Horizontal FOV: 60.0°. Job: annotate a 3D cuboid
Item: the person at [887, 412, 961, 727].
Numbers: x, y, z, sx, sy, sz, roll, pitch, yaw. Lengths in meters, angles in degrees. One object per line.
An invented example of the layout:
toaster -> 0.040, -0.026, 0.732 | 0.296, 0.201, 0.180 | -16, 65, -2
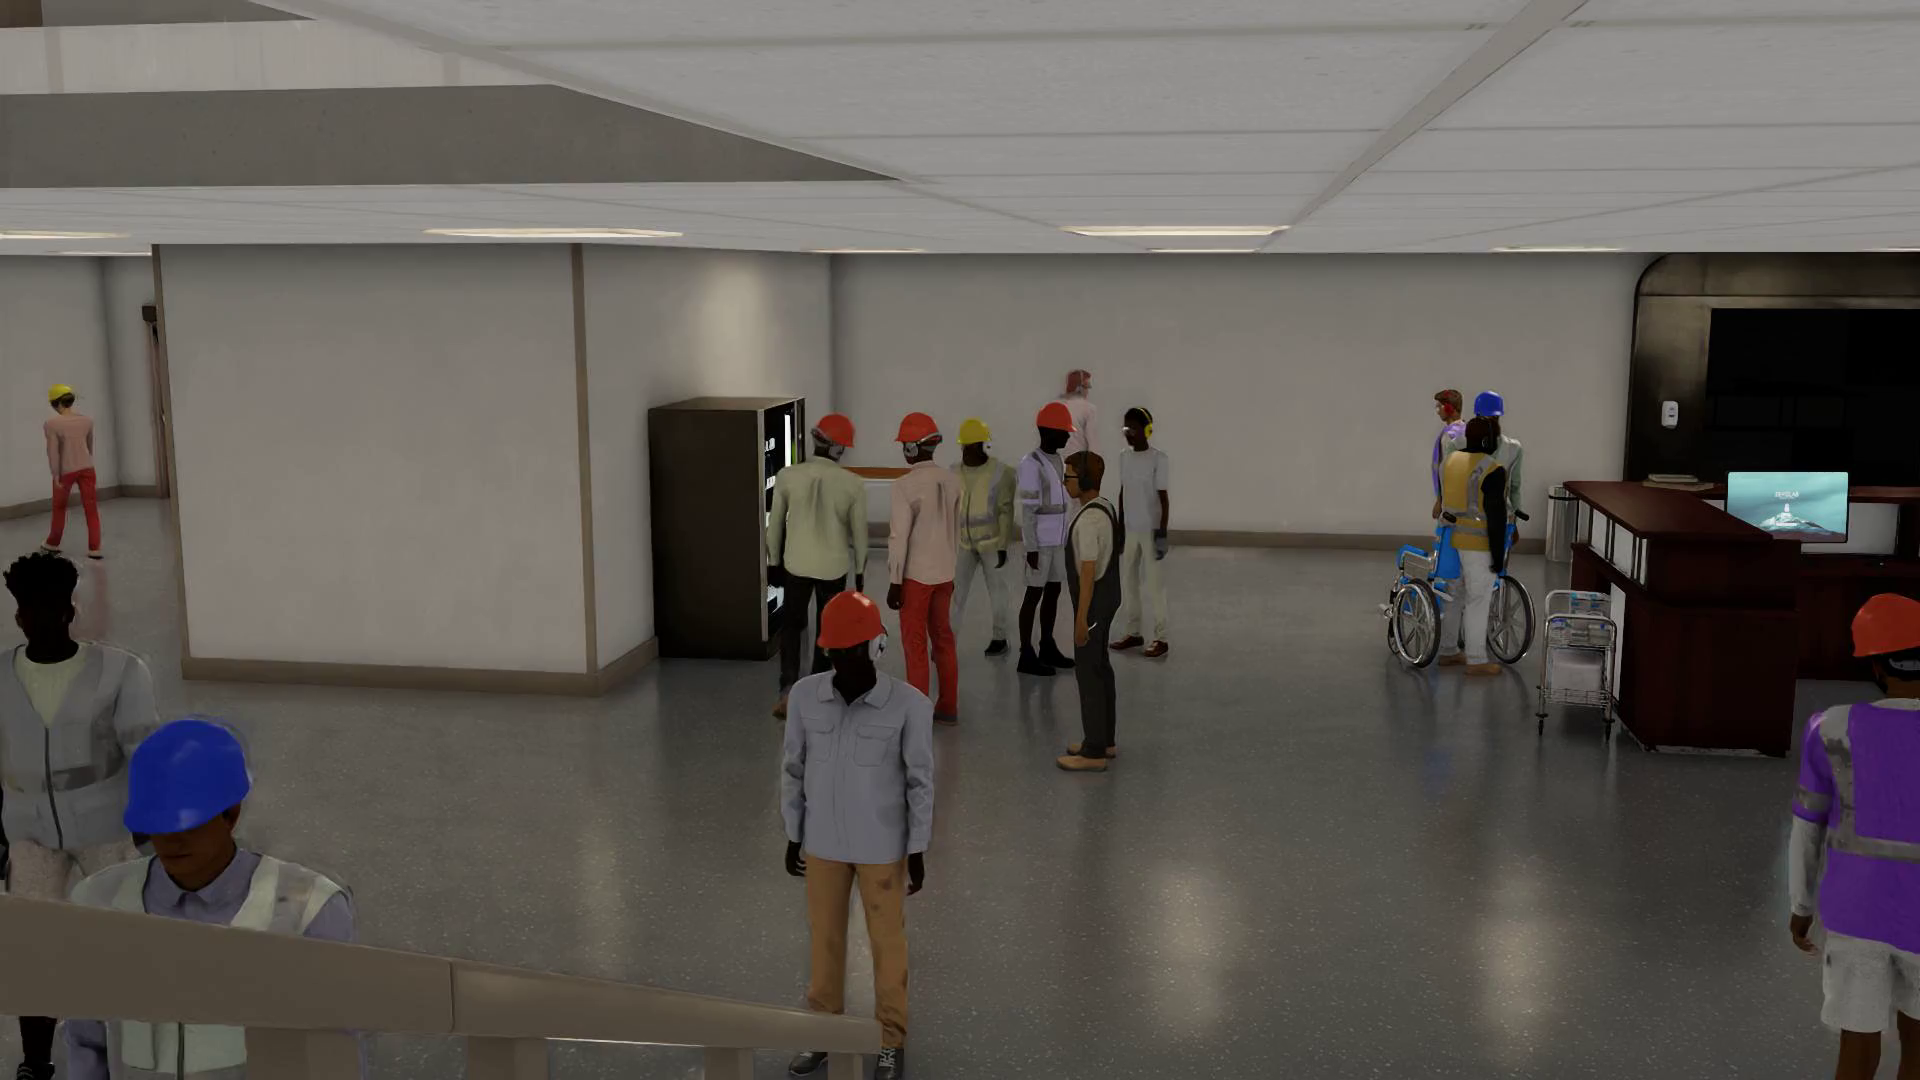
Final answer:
person -> -0.234, 0.206, 10.260 | 0.401, 1.986, 0.608 | 7, 11, 36

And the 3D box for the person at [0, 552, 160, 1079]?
person -> -3.053, 0.978, 5.724 | 0.630, 1.907, 1.034 | -2, 9, -14

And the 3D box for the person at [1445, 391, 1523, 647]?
person -> 3.942, -0.155, 12.580 | 0.605, 1.948, 0.384 | -1, 9, -4

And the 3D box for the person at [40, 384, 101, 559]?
person -> -8.863, -0.682, 16.522 | 0.882, 1.720, 0.522 | 7, 11, 35

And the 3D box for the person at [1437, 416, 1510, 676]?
person -> 3.638, 0.038, 11.766 | 0.429, 1.835, 0.629 | -4, 10, -21

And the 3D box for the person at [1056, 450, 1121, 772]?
person -> 0.744, 0.401, 9.504 | 0.339, 1.838, 0.507 | 3, 10, 16

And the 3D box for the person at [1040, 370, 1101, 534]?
person -> 1.081, -0.733, 16.397 | 0.760, 1.872, 0.410 | 8, 12, 40

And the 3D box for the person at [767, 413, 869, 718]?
person -> -0.912, 0.170, 10.571 | 0.654, 1.949, 0.697 | 1, 9, 6

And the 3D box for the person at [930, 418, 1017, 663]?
person -> 0.108, 0.014, 12.036 | 0.592, 1.781, 0.923 | 4, 10, 23

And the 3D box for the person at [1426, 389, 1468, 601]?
person -> 4.217, -0.369, 14.250 | 0.390, 1.837, 0.562 | 6, 11, 32

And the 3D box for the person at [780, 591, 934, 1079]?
person -> -0.372, 1.045, 5.825 | 0.575, 1.756, 0.355 | 3, 10, 16

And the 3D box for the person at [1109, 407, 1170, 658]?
person -> 1.353, -0.057, 12.286 | 0.358, 1.855, 0.531 | -8, 12, -39

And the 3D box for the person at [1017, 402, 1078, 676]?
person -> 0.636, -0.009, 11.761 | 0.385, 1.929, 0.547 | 6, 11, 34

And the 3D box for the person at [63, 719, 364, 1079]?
person -> -1.584, 1.315, 3.552 | 0.638, 1.933, 0.442 | -1, 9, -5

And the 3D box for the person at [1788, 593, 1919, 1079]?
person -> 2.745, 1.115, 4.917 | 0.560, 1.885, 0.773 | 6, 11, 31
